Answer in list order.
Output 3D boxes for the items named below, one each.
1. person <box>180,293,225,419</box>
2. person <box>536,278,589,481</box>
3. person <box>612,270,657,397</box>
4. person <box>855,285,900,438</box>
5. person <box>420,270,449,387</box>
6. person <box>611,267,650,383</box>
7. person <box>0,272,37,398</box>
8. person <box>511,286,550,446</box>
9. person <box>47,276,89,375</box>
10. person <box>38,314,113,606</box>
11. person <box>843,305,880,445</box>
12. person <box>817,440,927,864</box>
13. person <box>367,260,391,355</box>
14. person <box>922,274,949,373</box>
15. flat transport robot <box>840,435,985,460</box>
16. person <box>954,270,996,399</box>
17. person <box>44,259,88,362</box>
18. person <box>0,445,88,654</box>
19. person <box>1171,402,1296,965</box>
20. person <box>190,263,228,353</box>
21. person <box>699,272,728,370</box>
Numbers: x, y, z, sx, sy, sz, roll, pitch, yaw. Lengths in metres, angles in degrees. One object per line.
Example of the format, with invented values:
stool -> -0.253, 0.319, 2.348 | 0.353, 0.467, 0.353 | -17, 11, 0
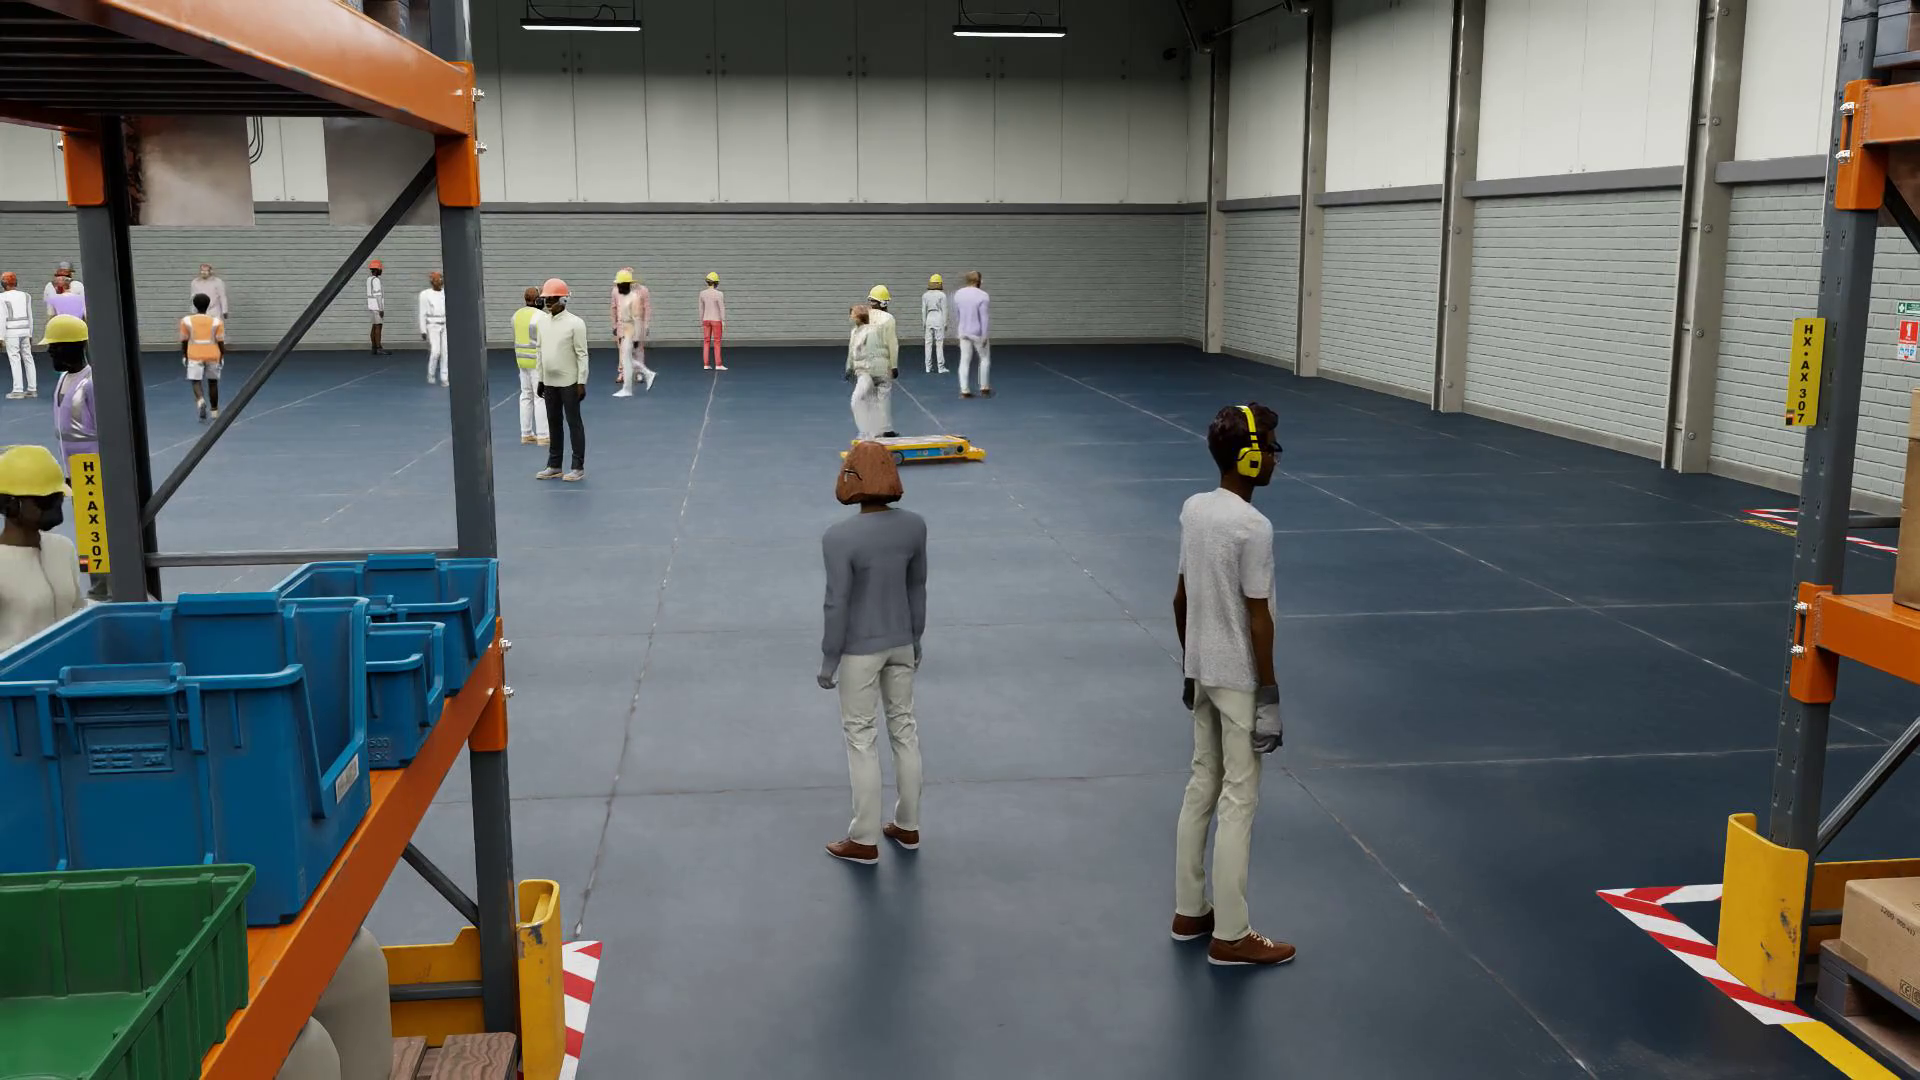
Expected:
person -> -9.882, -2.389, 21.759 | 0.537, 1.673, 0.644 | -5, 12, -28
person -> -3.948, -1.576, 16.437 | 0.610, 1.996, 0.385 | 6, 12, 29
person -> -4.952, -3.124, 25.152 | 0.660, 1.909, 0.608 | -6, 12, -28
person -> -0.968, -2.115, 19.836 | 0.599, 1.830, 0.403 | 7, 13, 35
person -> -8.363, -3.393, 26.753 | 0.578, 1.872, 0.405 | -9, 14, -42
person -> -5.443, -3.539, 27.456 | 0.643, 1.905, 0.400 | 1, 10, 5
person -> -14.106, -3.053, 24.842 | 0.358, 1.883, 0.572 | 4, 11, 21
person -> -4.908, -2.011, 19.272 | 0.630, 1.835, 0.429 | 8, 13, 38
person -> -13.382, -3.049, 25.012 | 0.476, 1.816, 0.575 | 7, 12, 33
person -> -5.487, -0.447, 10.433 | 0.591, 1.926, 0.387 | 9, 14, 42
person -> -1.138, -1.891, 19.198 | 0.581, 1.622, 0.509 | -4, 11, -22
person -> -0.335, 0.431, 6.425 | 0.508, 1.632, 0.270 | -10, 14, -42
person -> -11.881, -4.741, 33.944 | 0.357, 1.936, 0.551 | -8, 13, -37
person -> -0.432, -3.846, 29.590 | 0.483, 1.738, 0.313 | 5, 12, 27
flat transport robot -> -0.511, -0.979, 17.894 | 1.431, 0.197, 0.652 | -5, 11, -25
person -> 0.242, -3.074, 24.885 | 0.633, 1.916, 0.743 | 7, 12, 32
person -> -14.803, -3.657, 27.718 | 0.682, 2.000, 0.538 | 0, 10, 0
person -> -3.239, 0.522, 5.705 | 0.910, 1.722, 0.529 | 1, 10, 4
person -> 0.909, 0.476, 5.535 | 0.315, 1.869, 0.534 | -4, 11, -23
person -> -15.097, -4.625, 33.457 | 0.671, 1.888, 0.503 | -1, 10, -5
person -> -4.457, -3.944, 30.050 | 0.534, 1.767, 0.314 | 5, 11, 25
